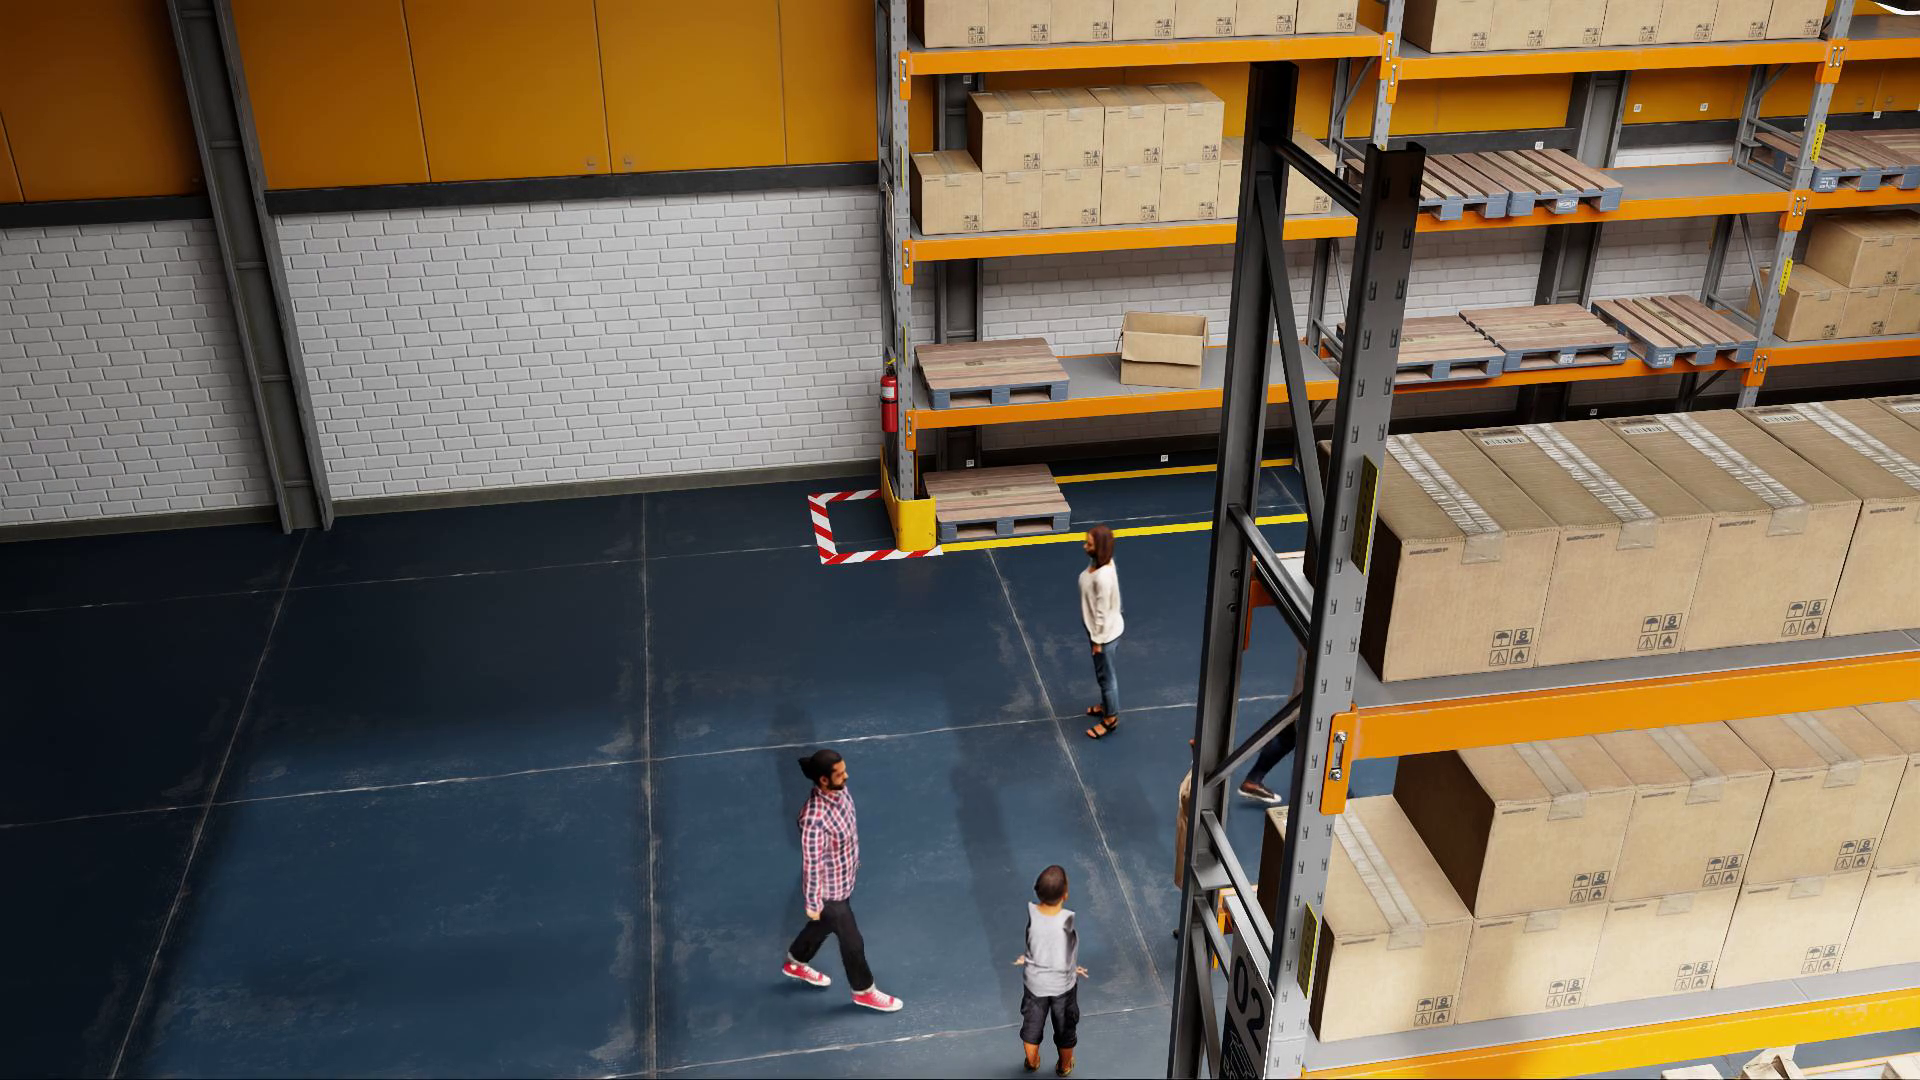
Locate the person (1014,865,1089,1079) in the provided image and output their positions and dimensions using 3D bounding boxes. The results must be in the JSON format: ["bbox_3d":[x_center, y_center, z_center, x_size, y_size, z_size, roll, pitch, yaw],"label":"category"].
[{"bbox_3d":[0.497,2.328,9.078,0.571,1.456,0.700,7,29,13],"label":"person"}]

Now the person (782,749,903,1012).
[{"bbox_3d":[-0.800,1.920,9.515,1.079,1.754,0.892,4,29,7],"label":"person"}]

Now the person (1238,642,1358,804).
[{"bbox_3d":[2.264,1.048,11.018,1.235,1.845,0.855,1,29,2],"label":"person"}]

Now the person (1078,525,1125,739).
[{"bbox_3d":[1.035,0.631,11.963,0.613,1.672,0.658,0,29,0],"label":"person"}]
